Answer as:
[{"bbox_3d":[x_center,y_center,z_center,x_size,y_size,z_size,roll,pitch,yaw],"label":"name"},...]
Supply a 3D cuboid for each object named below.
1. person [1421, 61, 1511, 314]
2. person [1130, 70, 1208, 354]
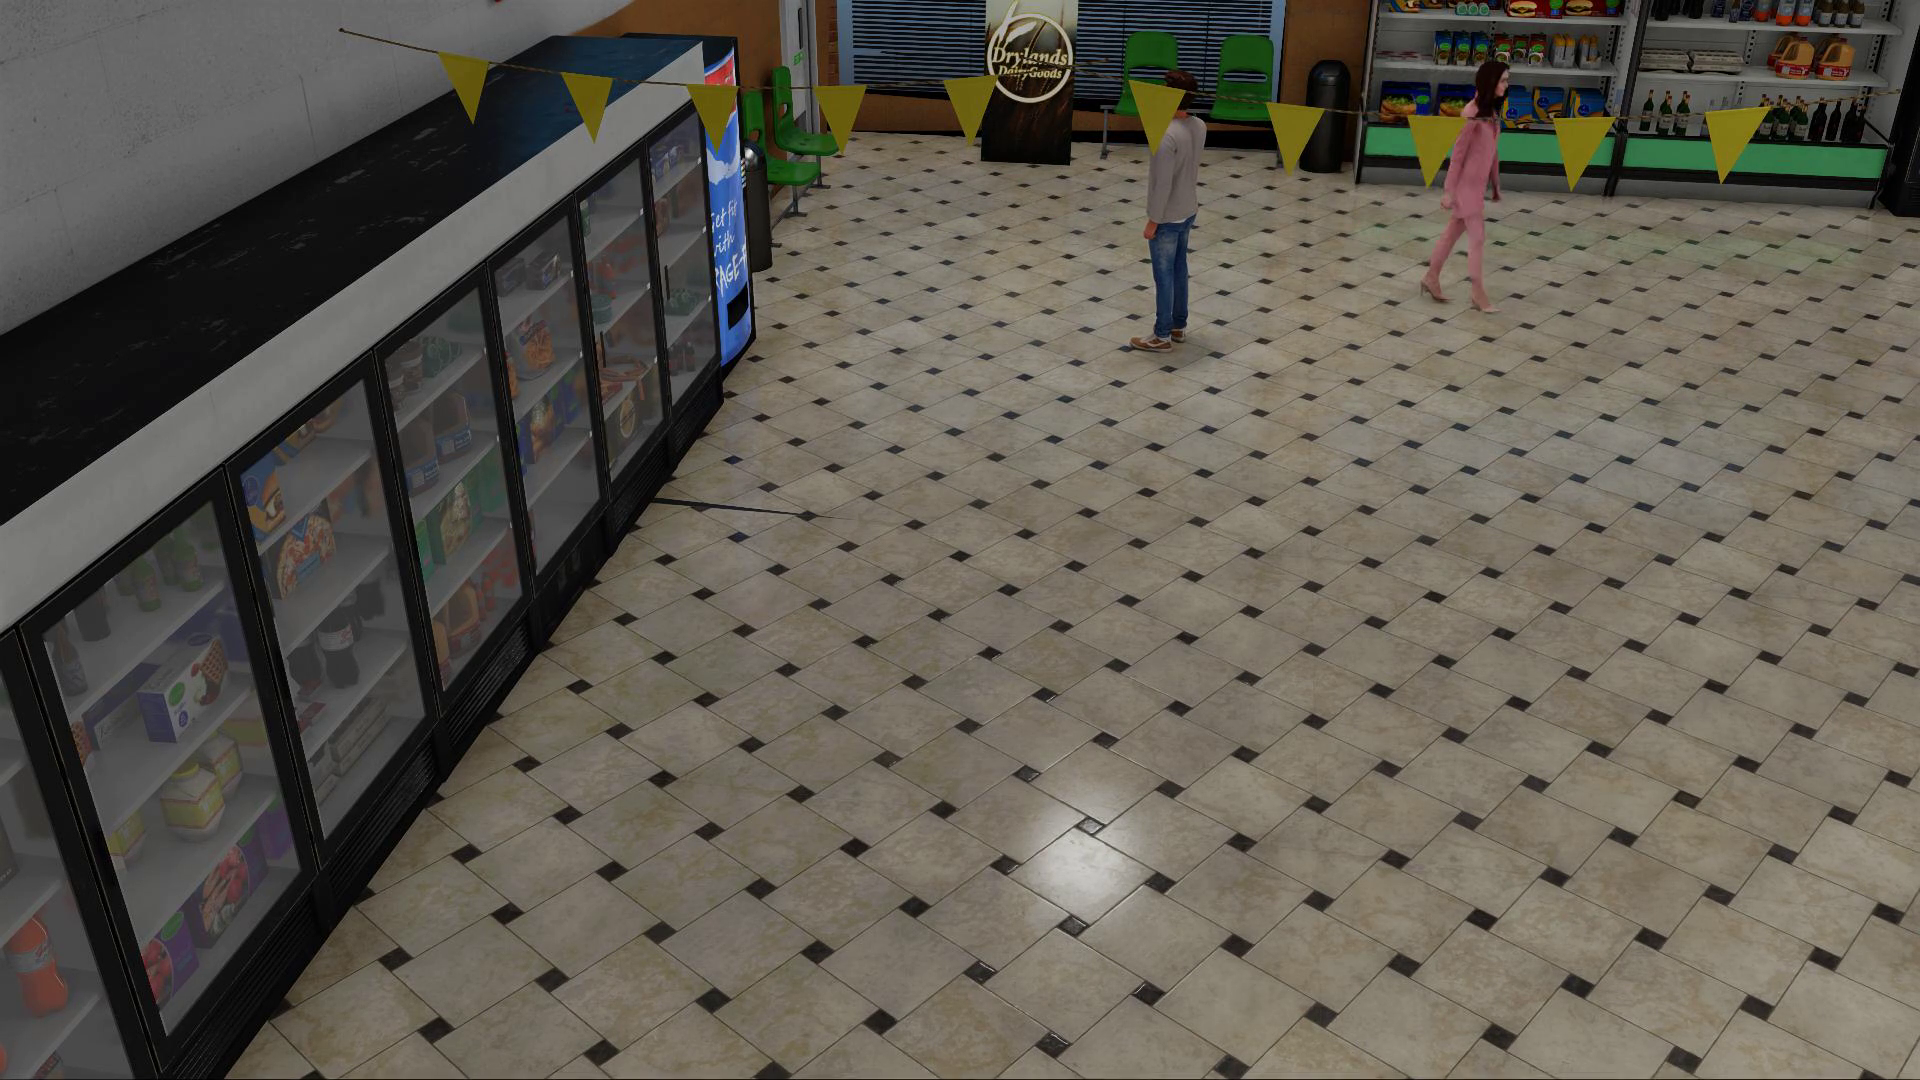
[{"bbox_3d":[3.573,-2.546,11.981,1.029,1.774,0.890,21,35,34],"label":"person"},{"bbox_3d":[1.437,-2.208,11.224,0.732,1.906,0.741,19,34,31],"label":"person"}]
